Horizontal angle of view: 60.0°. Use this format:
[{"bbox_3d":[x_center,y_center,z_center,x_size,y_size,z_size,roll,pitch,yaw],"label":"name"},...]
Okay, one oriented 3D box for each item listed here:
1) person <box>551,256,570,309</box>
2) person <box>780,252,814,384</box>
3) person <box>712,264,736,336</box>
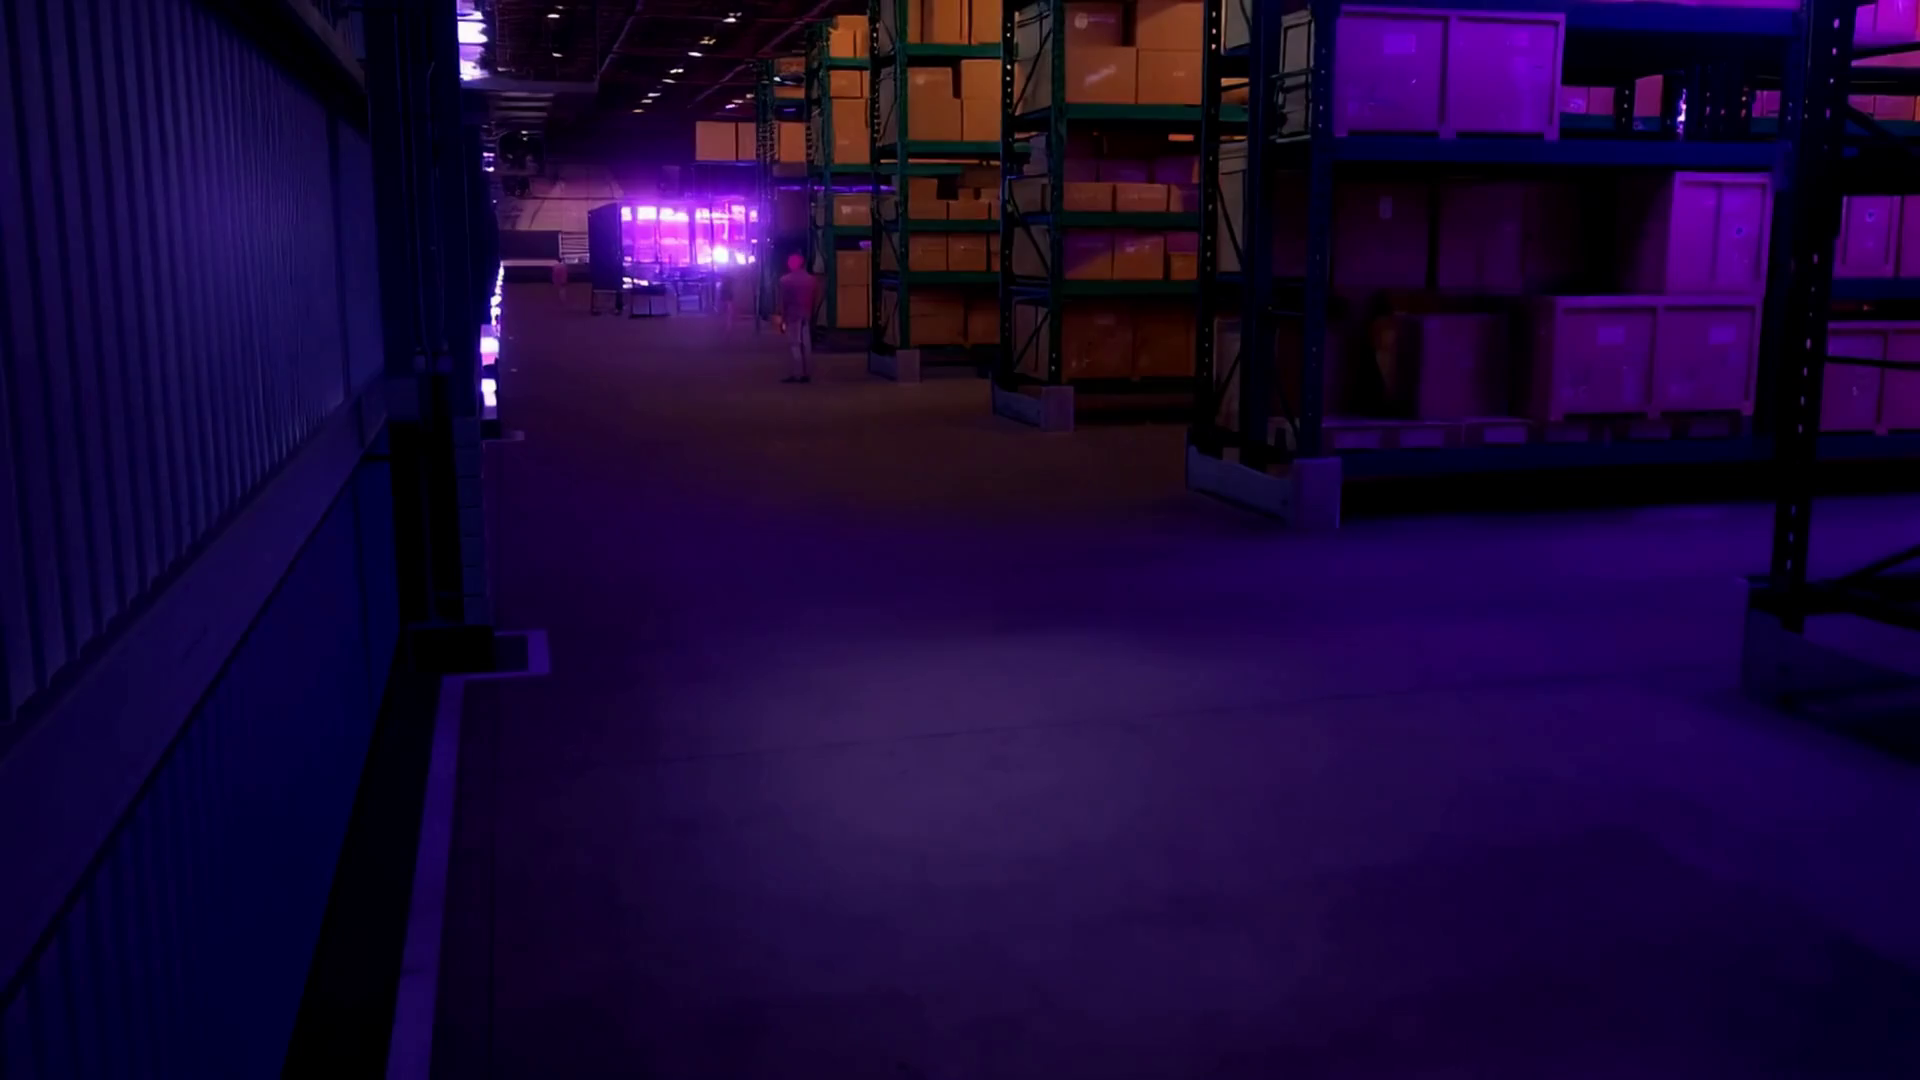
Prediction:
[{"bbox_3d":[-13.012,-8.390,54.211,0.599,1.700,0.895,-2,10,-12],"label":"person"},{"bbox_3d":[-2.432,-3.286,24.650,0.372,1.940,0.631,7,12,35],"label":"person"},{"bbox_3d":[-5.369,-5.460,37.847,0.542,1.623,0.404,-3,11,-18],"label":"person"}]
